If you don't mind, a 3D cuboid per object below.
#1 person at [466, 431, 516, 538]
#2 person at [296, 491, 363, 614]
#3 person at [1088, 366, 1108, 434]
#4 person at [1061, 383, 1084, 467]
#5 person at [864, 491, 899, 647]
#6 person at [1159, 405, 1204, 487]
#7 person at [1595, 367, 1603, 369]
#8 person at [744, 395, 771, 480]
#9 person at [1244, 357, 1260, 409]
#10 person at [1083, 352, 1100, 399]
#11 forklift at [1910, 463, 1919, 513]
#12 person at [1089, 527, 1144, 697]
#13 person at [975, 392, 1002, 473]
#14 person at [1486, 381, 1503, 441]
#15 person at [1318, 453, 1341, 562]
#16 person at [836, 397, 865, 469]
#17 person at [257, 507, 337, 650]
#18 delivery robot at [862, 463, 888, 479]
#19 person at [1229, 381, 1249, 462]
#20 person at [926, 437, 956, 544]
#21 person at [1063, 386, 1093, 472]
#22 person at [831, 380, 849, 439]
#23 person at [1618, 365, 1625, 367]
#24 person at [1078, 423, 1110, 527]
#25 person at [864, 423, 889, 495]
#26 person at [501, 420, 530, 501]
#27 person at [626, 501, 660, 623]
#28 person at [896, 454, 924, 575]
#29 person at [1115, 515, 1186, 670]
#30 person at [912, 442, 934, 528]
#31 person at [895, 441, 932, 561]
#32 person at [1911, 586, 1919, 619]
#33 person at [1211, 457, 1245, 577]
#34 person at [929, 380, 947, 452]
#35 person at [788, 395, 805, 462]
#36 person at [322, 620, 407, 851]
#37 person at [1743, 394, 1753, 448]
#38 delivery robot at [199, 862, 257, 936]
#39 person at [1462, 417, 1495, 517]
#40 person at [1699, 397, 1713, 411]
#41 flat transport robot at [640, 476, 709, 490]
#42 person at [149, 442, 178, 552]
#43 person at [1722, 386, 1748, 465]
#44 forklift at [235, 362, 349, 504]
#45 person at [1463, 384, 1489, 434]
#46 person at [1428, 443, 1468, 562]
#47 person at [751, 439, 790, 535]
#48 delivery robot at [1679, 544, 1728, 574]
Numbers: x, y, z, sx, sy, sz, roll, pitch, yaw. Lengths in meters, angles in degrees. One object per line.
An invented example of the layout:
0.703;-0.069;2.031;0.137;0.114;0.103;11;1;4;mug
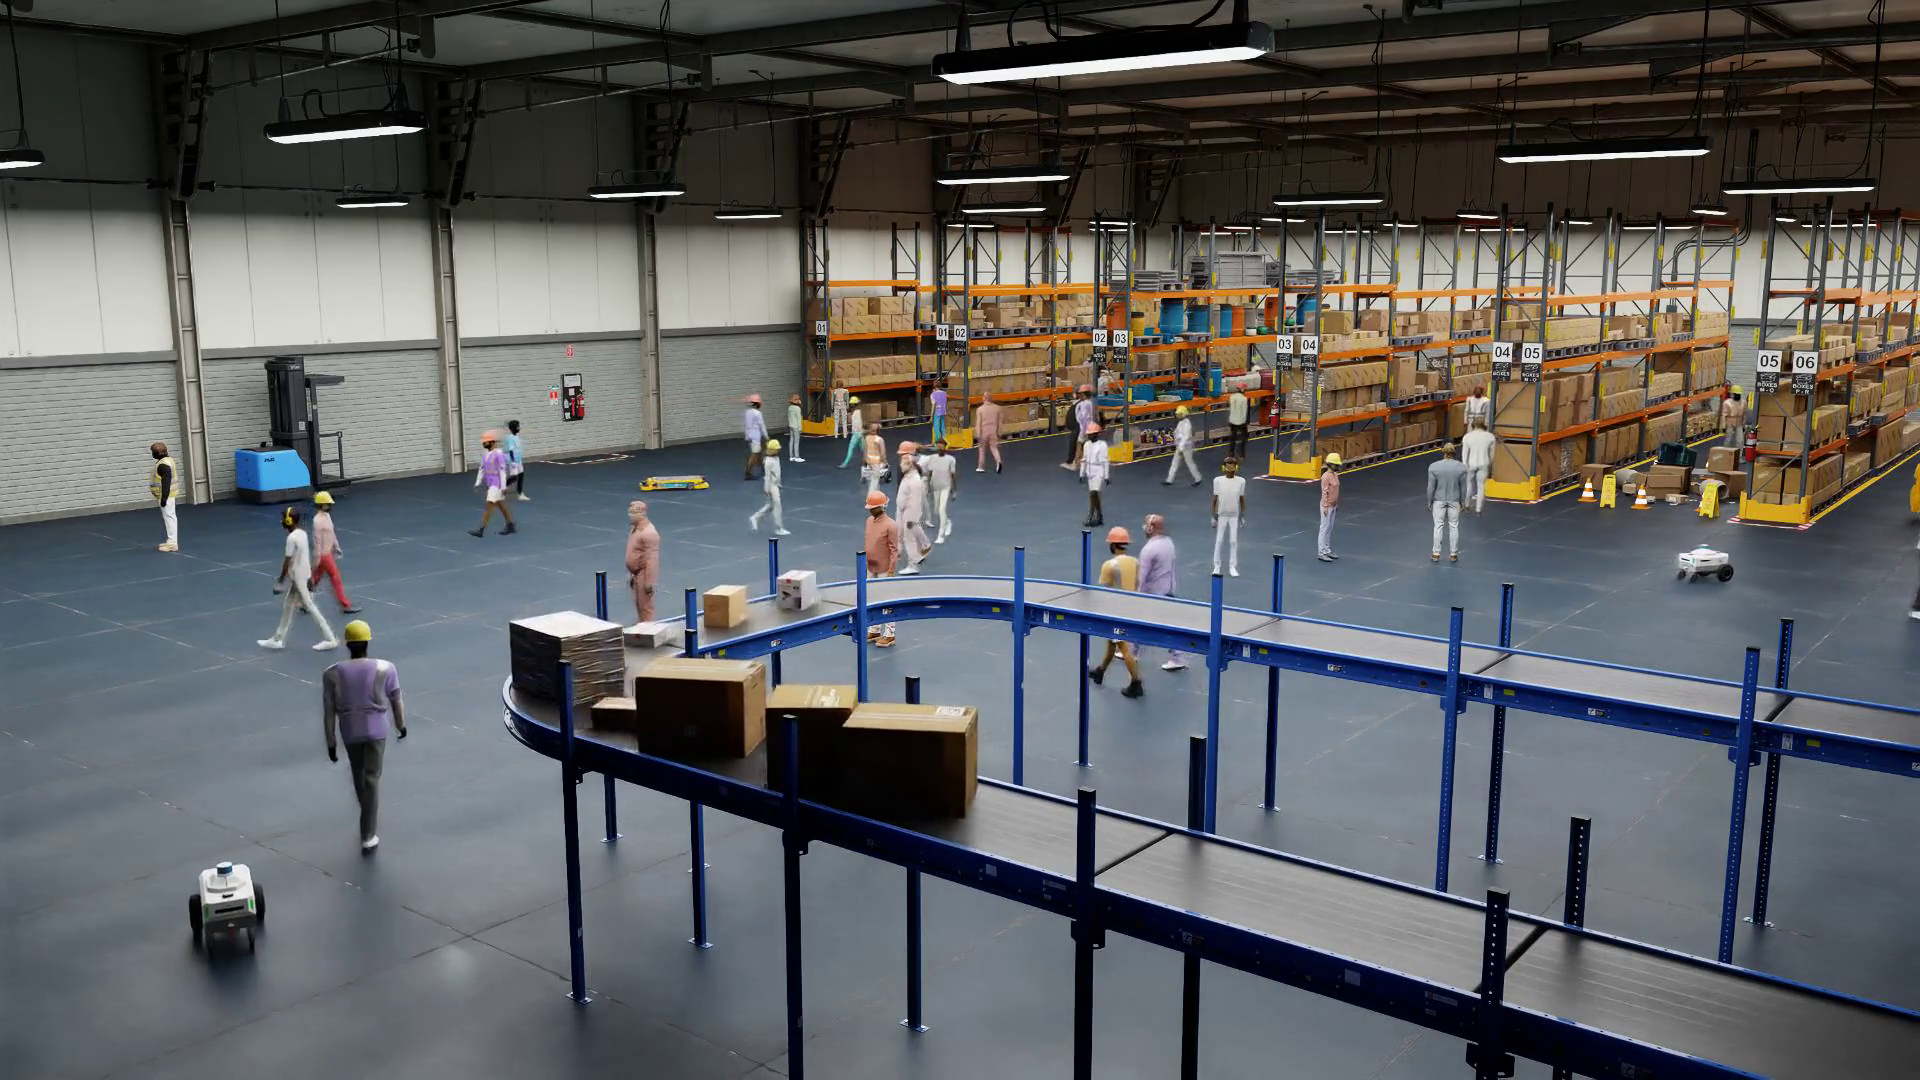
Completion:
-8.330;-0.991;27.721;1.009;1.881;0.567;-9;14;-42;person
-8.813;0.175;21.634;0.898;1.726;0.529;-2;10;-10;person
3.898;-3.976;44.347;0.625;1.958;0.421;9;13;40;person
2.850;-2.740;37.262;0.862;2.000;0.684;-1;10;-8;person
-1.032;0.351;19.895;0.387;1.988;0.608;-9;13;-41;person
4.860;-2.021;33.846;0.947;1.788;0.606;-1;10;-8;person
19.883;-4.644;48.927;0.856;1.646;0.555;6;12;31;person
-4.495;-2.304;35.097;0.944;1.888;0.560;-7;12;-36;person
9.553;-5.120;51.170;0.593;1.813;0.727;5;11;26;person
4.238;-5.136;50.918;0.656;1.937;0.399;7;12;33;person
19.034;-1.348;28.998;2.313;2.155;1.214;8;13;37;forklift
1.750;0.793;17.696;0.569;1.885;0.985;-10;14;-44;person
0.656;-2.478;36.108;0.666;1.886;0.768;-5;11;-26;person
13.966;-3.260;40.772;0.649;1.787;0.959;9;14;42;person
6.054;-0.548;25.578;0.309;1.769;0.524;6;12;32;person
-2.432;-2.523;36.839;0.920;1.718;0.547;-1;10;-5;person
-8.333;0.490;19.599;0.981;1.822;0.512;-2;10;-11;person
-1.881;-1.553;34.499;0.477;0.478;0.707;5;11;25;delivery robot
6.842;-2.898;38.250;0.594;1.971;0.615;-7;13;-36;person
-0.299;-0.898;27.339;0.526;1.845;0.751;5;11;26;person
2.866;-2.583;36.387;0.852;1.989;0.797;2;10;9;person
-3.308;-3.615;43.231;0.508;1.629;0.314;0;10;1;person
18.498;-3.885;43.696;0.969;2.015;0.607;-9;14;-43;person
2.389;-1.194;28.803;0.828;1.905;0.581;-8;13;-39;person
-1.655;-1.566;31.735;0.687;1.613;0.548;-9;13;-41;person
-9.115;-1.614;31.801;0.568;1.679;0.540;0;10;2;person
-3.972;0.464;19.569;0.406;1.882;0.692;-4;11;-22;person
-0.814;-0.403;24.415;0.434;1.887;0.667;-2;10;-10;person
2.320;0.618;18.769;0.990;1.857;0.663;6;12;30;person
-0.732;-1.009;28.637;0.531;1.606;0.604;3;10;16;person
-0.824;-0.646;25.565;0.820;1.971;0.629;-8;13;-37;person
13.370;0.204;21.059;0.606;1.870;0.950;-5;11;-25;person
4.159;-0.361;24.252;0.533;1.864;0.310;1;10;4;person
-0.550;-3.189;40.239;0.389;1.838;0.563;9;13;40;person
-4.024;-2.740;38.291;0.286;1.632;0.500;-7;13;-36;person
-5.015;1.596;13.213;0.600;1.866;1.024;-1;10;-8;person
19.635;-2.849;38.901;0.507;1.632;0.268;7;12;36;person
-5.289;2.571;11.288;0.477;0.478;0.707;-5;11;-27;delivery robot
9.973;-1.423;30.197;0.625;1.871;1.050;2;10;10;person
21.554;-4.062;45.198;0.428;1.813;0.610;6;12;31;person
-6.173;-1.236;33.776;1.431;0.197;0.652;-2;10;-14;flat transport robot
-13.449;-0.738;26.449;0.429;1.839;0.621;-4;11;-23;person
18.673;-2.750;37.630;0.605;1.886;0.900;1;10;4;person
-13.803;-2.244;32.110;1.129;2.768;1.873;8;13;37;forklift
12.766;-2.919;38.627;0.592;1.867;0.555;7;12;34;person
7.926;-0.618;25.490;0.629;1.940;0.373;2;10;10;person
-3.409;-0.962;28.021;0.688;1.722;0.490;2;10;9;person
11.418;0.310;24.016;0.707;0.478;0.477;-3;11;-18;delivery robot
